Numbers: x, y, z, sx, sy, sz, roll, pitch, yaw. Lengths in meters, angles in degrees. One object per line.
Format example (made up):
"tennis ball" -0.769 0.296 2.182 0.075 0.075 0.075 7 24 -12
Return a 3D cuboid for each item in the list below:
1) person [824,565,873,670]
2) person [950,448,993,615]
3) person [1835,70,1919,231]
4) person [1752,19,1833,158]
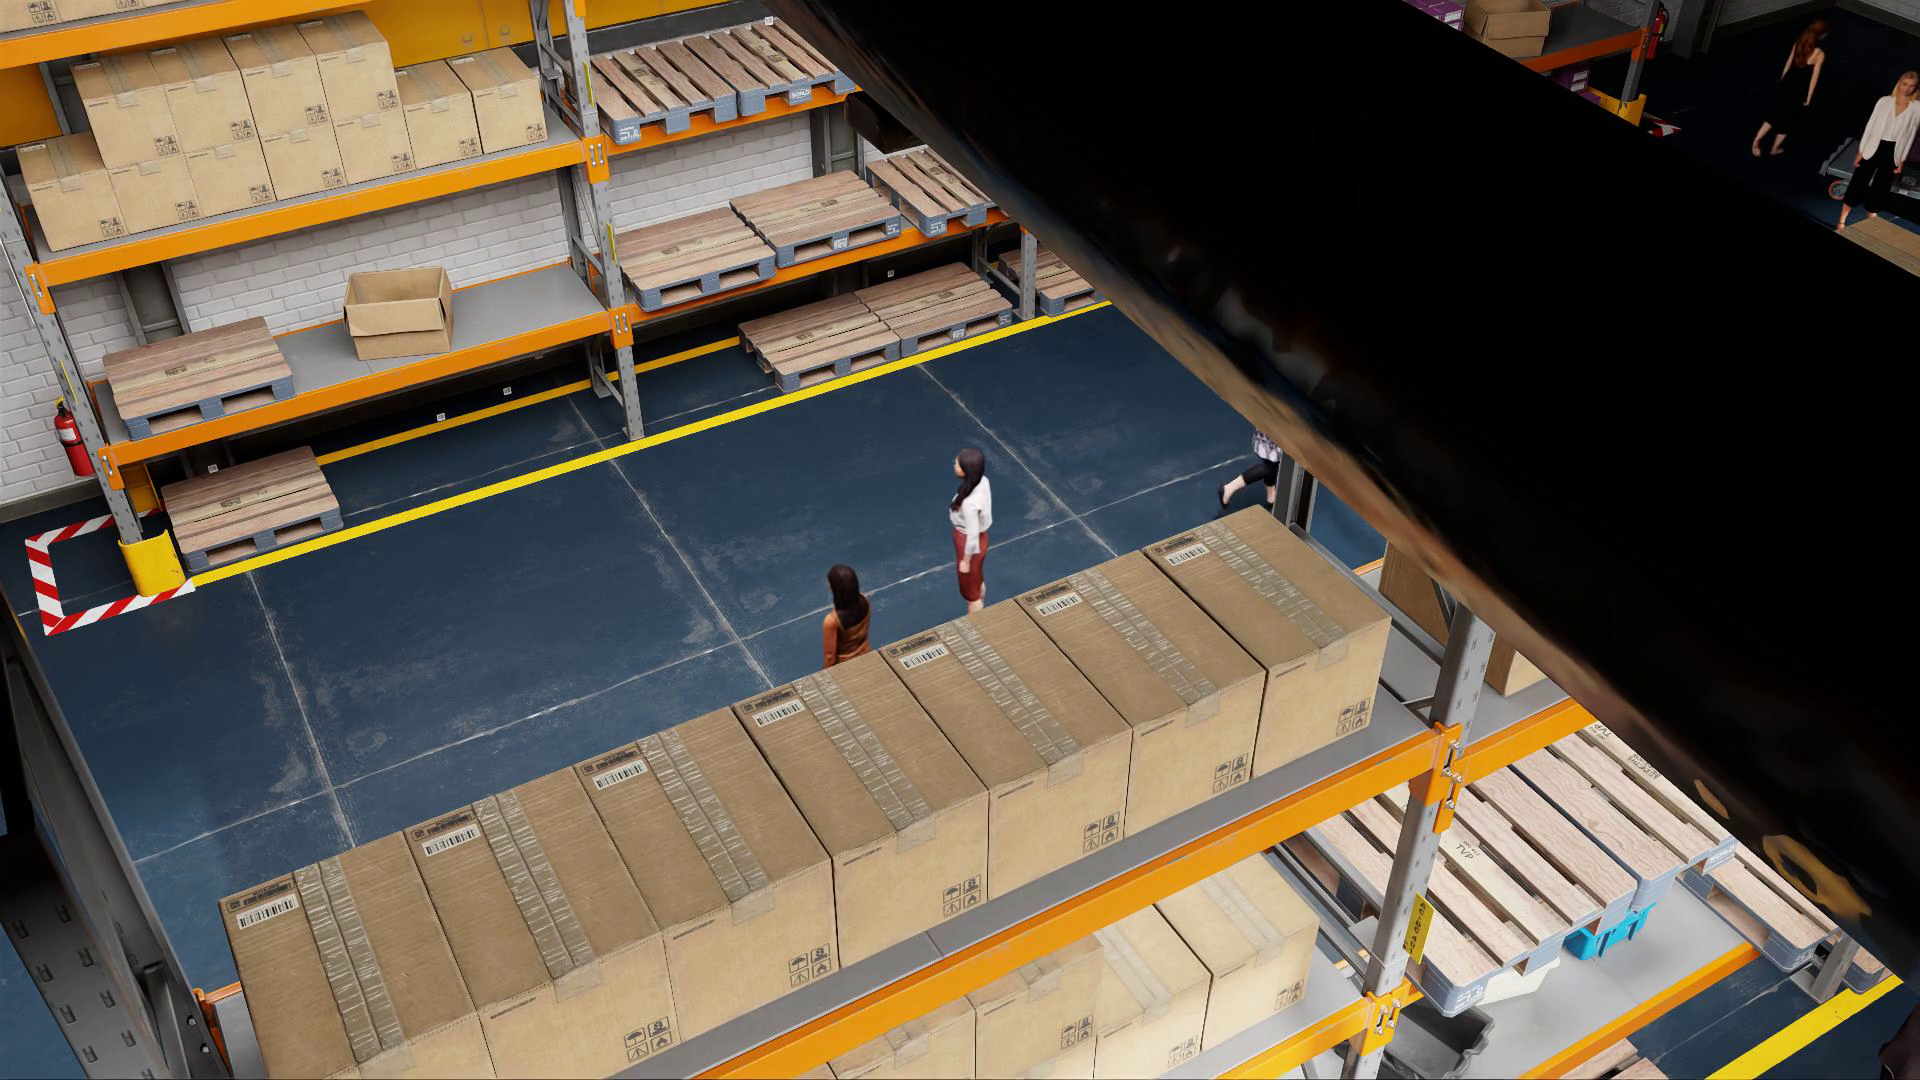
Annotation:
"person" -0.721 0.854 10.923 0.699 1.684 0.587 23 44 26
"person" 0.080 0.075 11.846 0.708 1.750 0.670 6 39 8
"person" 9.199 -3.811 16.627 0.693 1.857 0.719 17 42 20
"person" 9.067 -4.881 18.178 0.881 1.592 0.604 -24 44 -27
